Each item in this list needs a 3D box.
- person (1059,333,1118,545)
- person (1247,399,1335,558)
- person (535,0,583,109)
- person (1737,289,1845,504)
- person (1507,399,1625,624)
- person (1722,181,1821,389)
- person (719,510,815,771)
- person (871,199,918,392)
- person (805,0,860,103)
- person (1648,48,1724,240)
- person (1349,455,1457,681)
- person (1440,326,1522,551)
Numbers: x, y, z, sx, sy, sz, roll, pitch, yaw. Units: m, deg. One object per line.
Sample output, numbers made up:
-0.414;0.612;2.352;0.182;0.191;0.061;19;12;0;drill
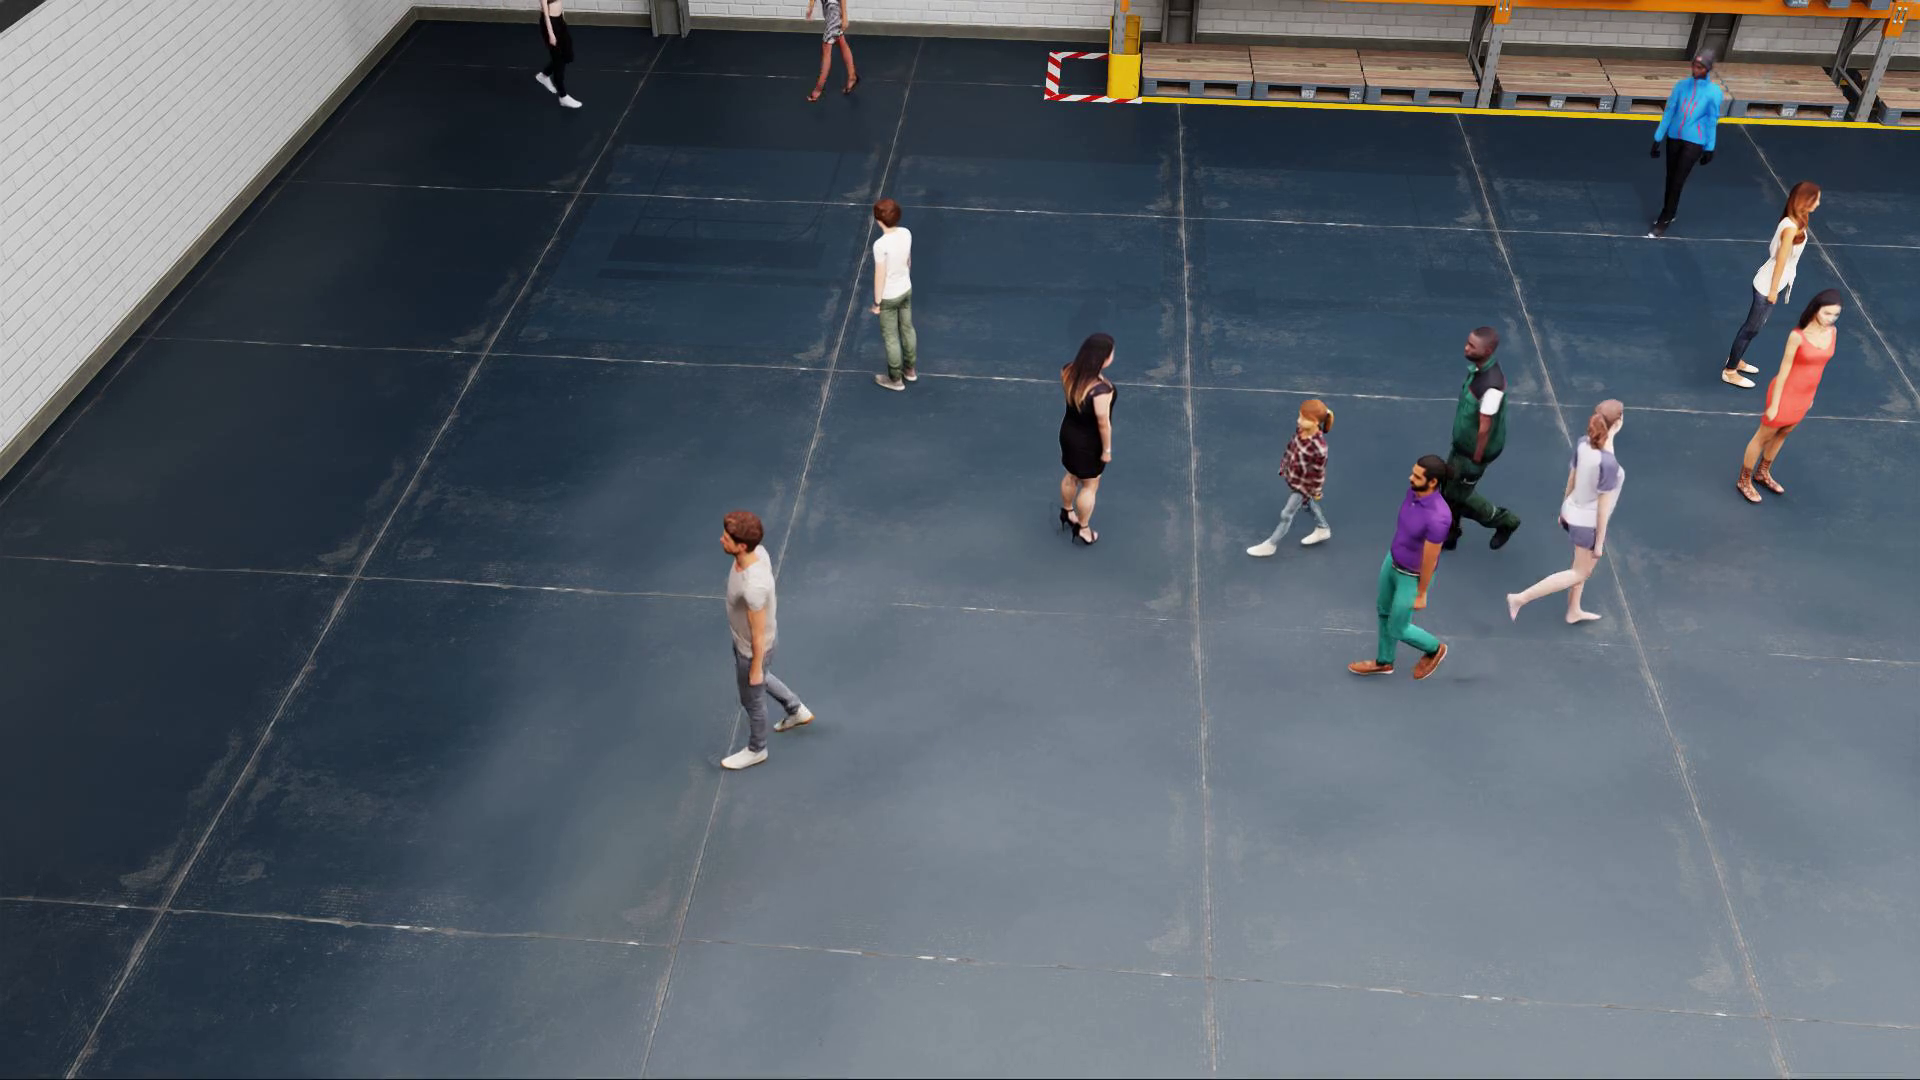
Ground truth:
0.878;-0.703;11.761;0.789;1.709;0.749;-22;44;-25;person
2.497;-0.441;11.782;0.962;1.274;0.716;-8;39;-10;person
-4.402;-5.448;17.681;0.825;1.736;0.672;11;40;13;person
6.106;-1.078;12.224;0.625;1.718;0.727;-17;42;-20;person
4.050;-0.116;11.011;1.007;1.728;0.751;-3;39;-3;person
6.528;-2.074;13.420;0.658;1.782;0.653;21;43;24;person
-1.192;0.593;9.992;0.901;1.892;0.814;-8;39;-10;person
-0.533;-1.980;13.405;0.703;1.653;0.671;28;46;31;person
-1.276;-5.645;17.880;1.024;1.796;0.895;-18;42;-21;person
6.810;-3.724;15.496;0.991;1.769;0.931;-27;46;-30;person
2.938;0.202;10.587;0.908;1.760;0.770;-7;39;-8;person
3.674;-0.657;11.614;0.883;1.821;0.702;1;39;1;person
